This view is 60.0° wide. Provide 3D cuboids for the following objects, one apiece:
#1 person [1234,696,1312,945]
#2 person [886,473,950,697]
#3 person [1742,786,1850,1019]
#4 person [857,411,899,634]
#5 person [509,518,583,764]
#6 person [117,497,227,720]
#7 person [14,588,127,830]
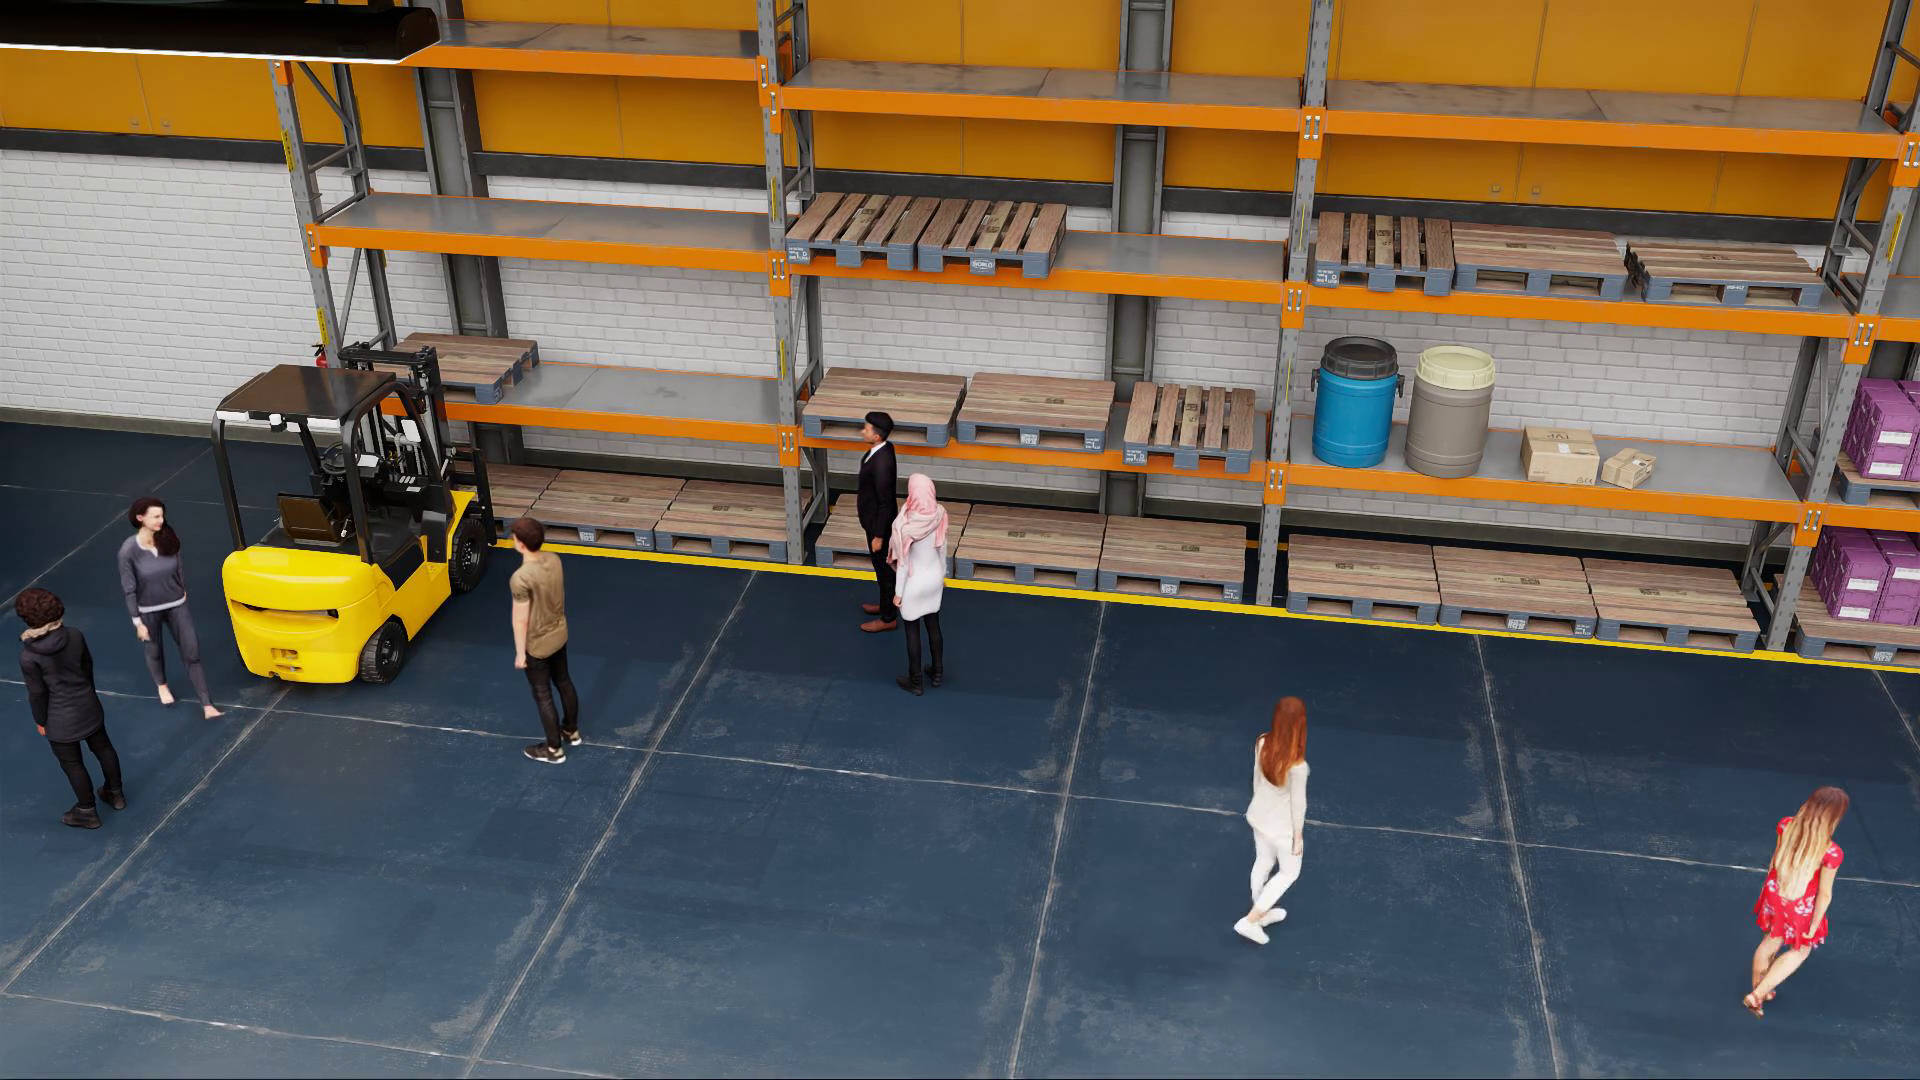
[{"bbox_3d":[1.805,1.700,9.880,0.866,1.693,0.801,-17,33,-28],"label":"person"},{"bbox_3d":[-0.291,0.321,12.292,0.742,1.804,0.800,-19,34,-31],"label":"person"},{"bbox_3d":[4.607,2.064,9.329,0.858,1.582,0.791,-17,33,-28],"label":"person"},{"bbox_3d":[-0.613,-0.160,13.090,0.630,1.884,0.741,-1,29,-2],"label":"person"},{"bbox_3d":[-2.887,0.687,11.570,0.630,1.854,0.701,10,30,18],"label":"person"},{"bbox_3d":[-5.858,0.480,12.092,1.042,1.716,1.197,-24,37,-37],"label":"person"},{"bbox_3d":[-5.833,1.095,10.898,0.692,1.781,0.686,13,31,23],"label":"person"}]
